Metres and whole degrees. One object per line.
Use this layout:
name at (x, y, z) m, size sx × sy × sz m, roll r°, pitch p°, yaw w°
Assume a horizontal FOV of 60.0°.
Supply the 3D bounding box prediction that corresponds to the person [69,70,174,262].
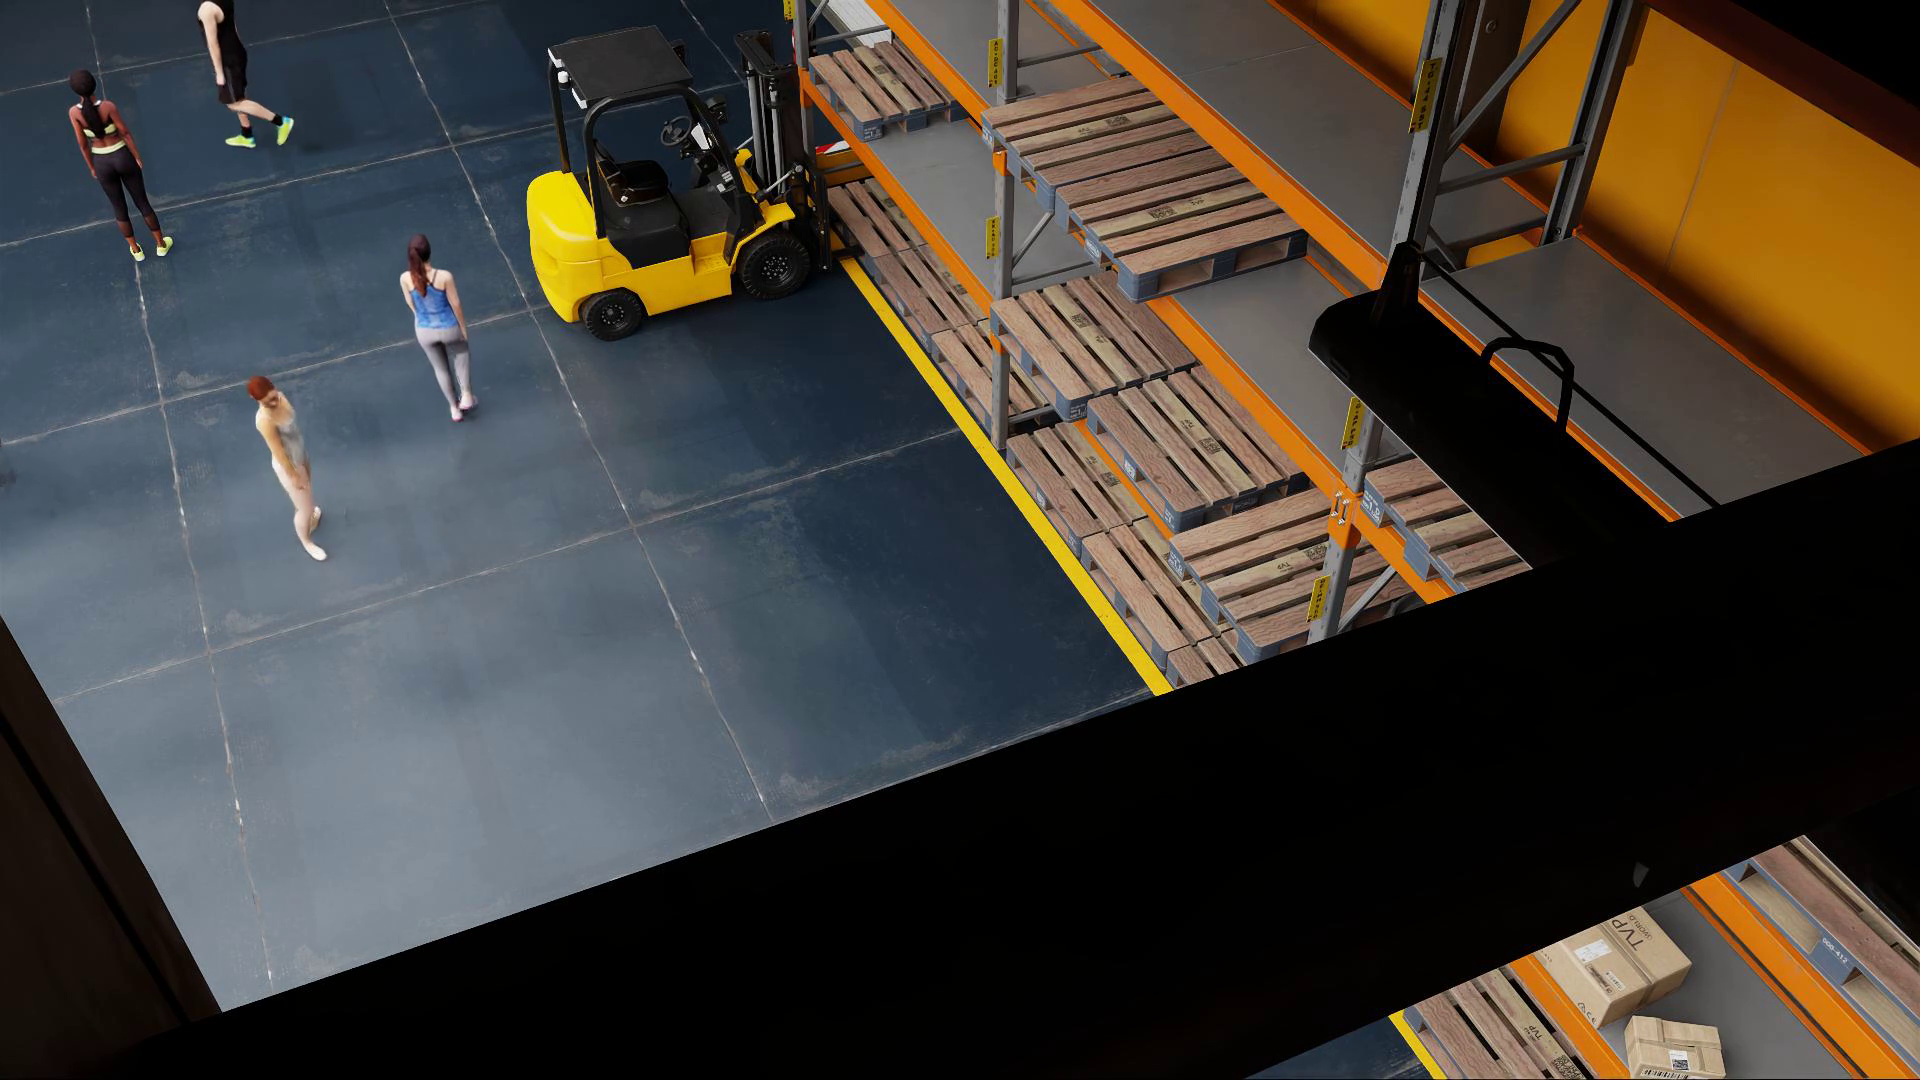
person at (-7.259, -3.210, 14.286) m, size 0.574 × 1.753 × 0.516 m, roll -15°, pitch 46°, yaw -15°

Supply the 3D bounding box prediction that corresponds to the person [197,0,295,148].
person at (-6.760, -4.487, 15.538) m, size 0.954 × 1.874 × 1.011 m, roll -2°, pitch 44°, yaw -3°

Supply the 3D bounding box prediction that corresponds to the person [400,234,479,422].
person at (-3.973, -1.559, 12.666) m, size 0.618 × 1.597 × 0.640 m, roll -7°, pitch 44°, yaw -7°

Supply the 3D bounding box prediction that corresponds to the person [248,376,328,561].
person at (-4.698, -0.584, 11.626) m, size 0.847 × 1.619 × 0.553 m, roll -15°, pitch 46°, yaw -15°
